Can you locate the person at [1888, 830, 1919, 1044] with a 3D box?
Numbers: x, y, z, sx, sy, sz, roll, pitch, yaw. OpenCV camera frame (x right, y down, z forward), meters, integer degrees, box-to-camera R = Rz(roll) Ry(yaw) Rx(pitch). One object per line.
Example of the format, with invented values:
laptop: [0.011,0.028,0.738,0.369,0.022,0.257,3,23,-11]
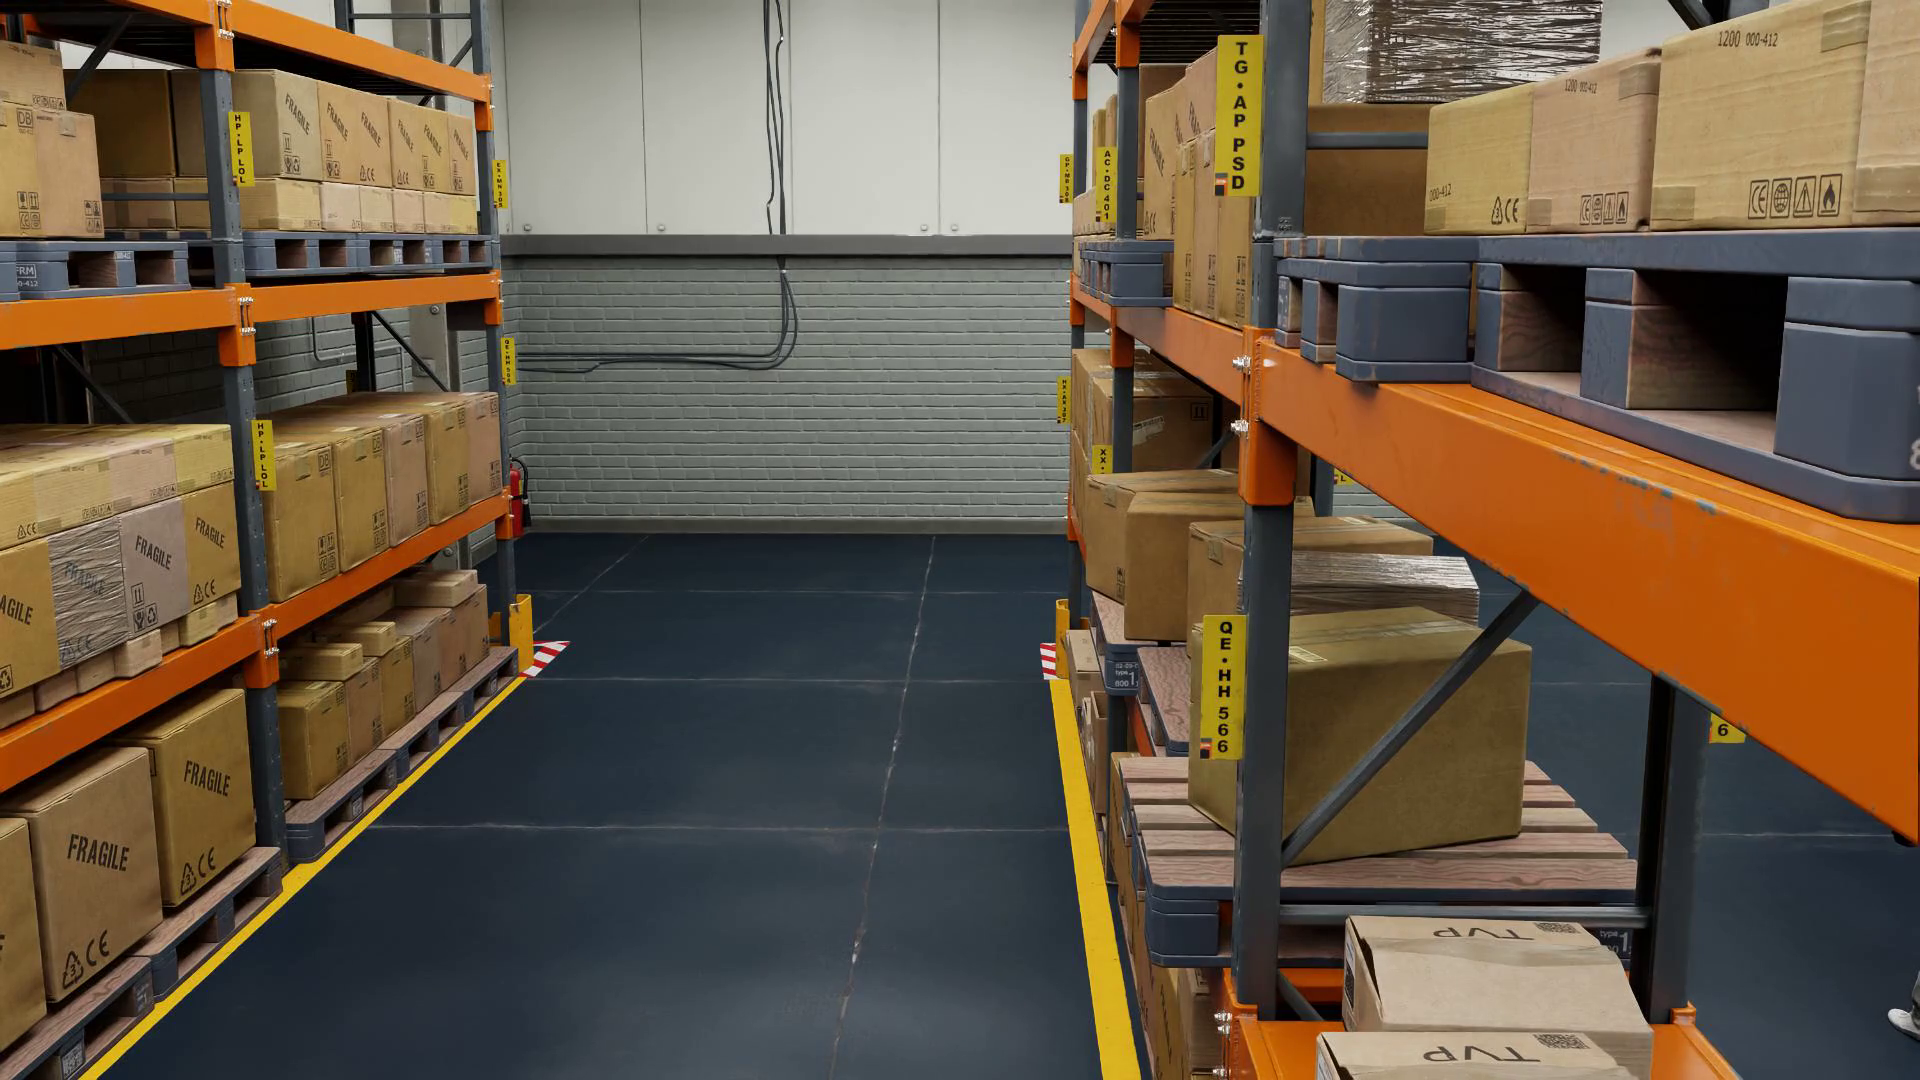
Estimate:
person: [3.820,0.977,6.238,0.594,1.926,0.366,1,10,5]
